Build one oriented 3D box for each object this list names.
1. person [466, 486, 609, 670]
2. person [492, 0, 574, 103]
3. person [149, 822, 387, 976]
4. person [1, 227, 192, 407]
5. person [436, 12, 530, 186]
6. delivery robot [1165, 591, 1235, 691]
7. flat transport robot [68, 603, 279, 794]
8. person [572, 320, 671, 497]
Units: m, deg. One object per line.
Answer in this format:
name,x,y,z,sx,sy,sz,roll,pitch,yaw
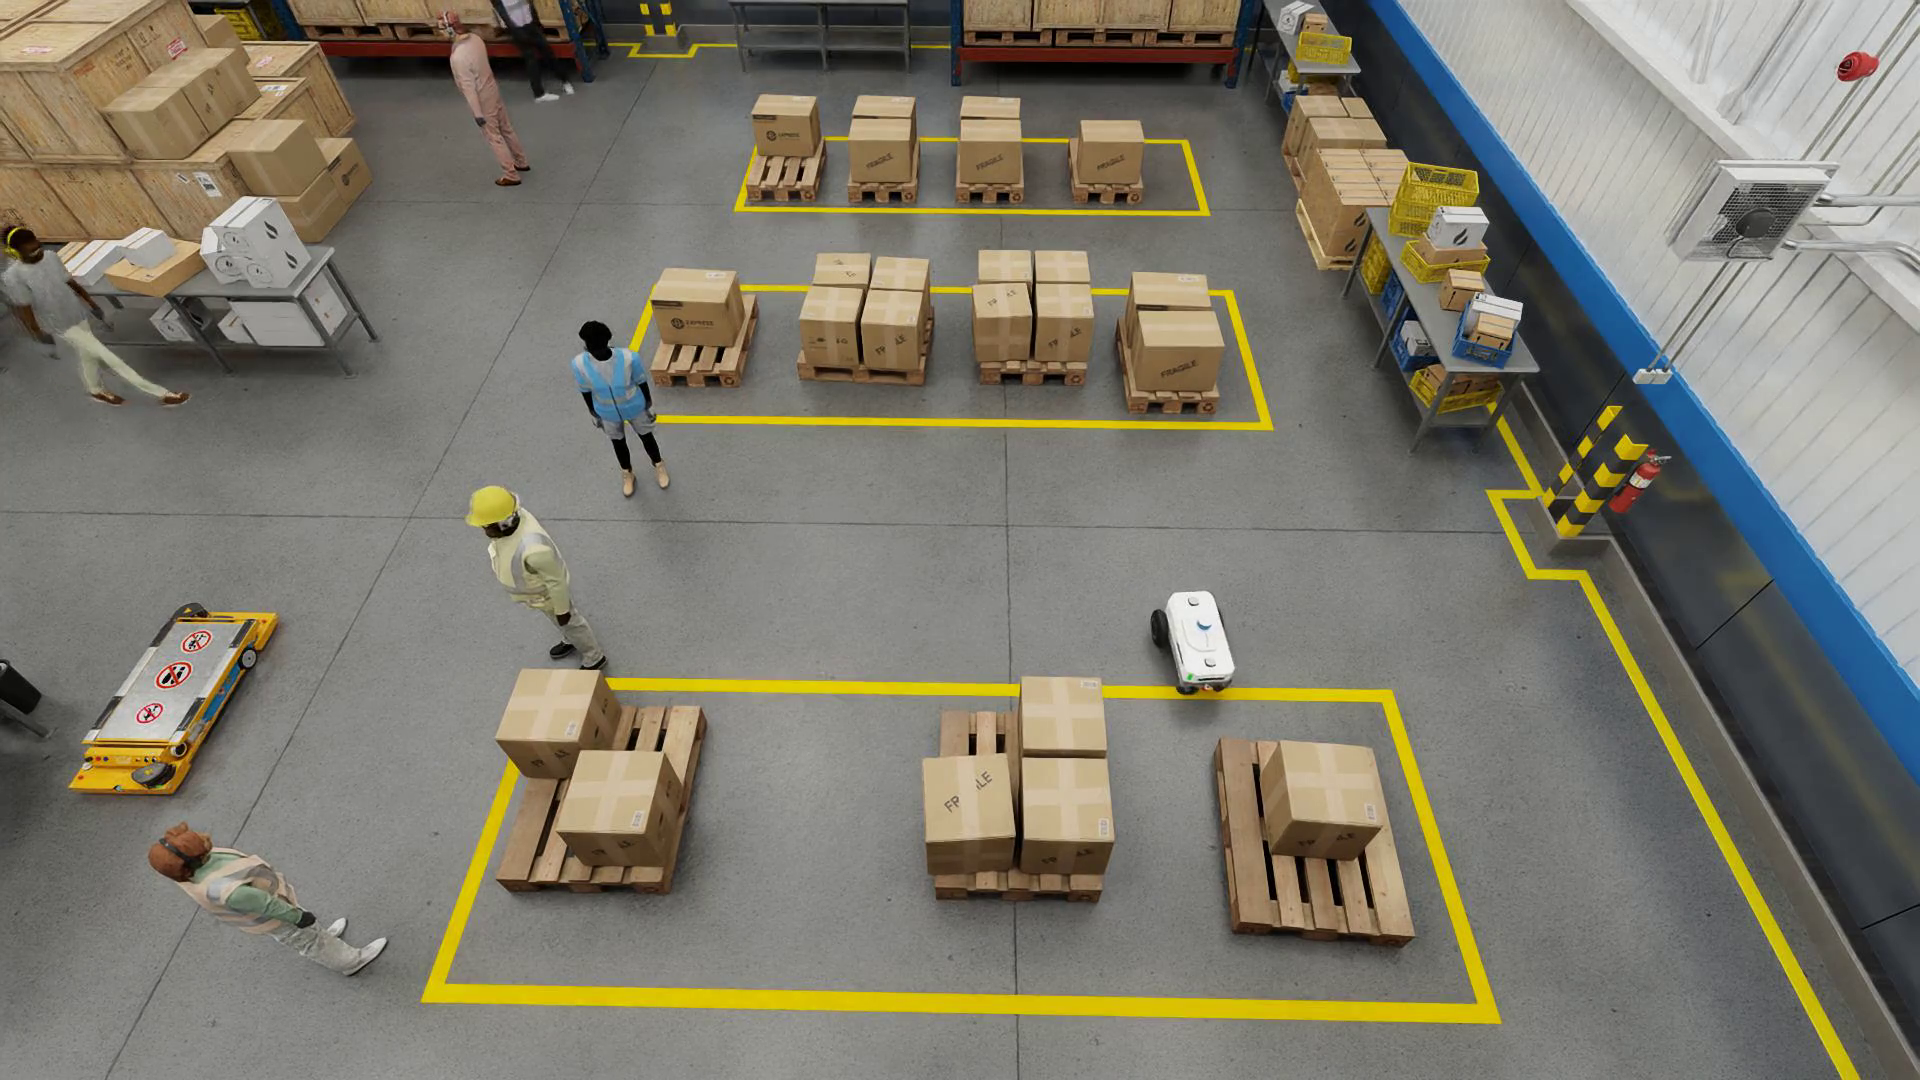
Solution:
person,-2.788,0.303,6.077,0.404,1.830,0.602,-36,58,-26
person,-5.707,-6.744,12.028,0.447,1.866,0.714,18,52,15
person,-3.654,1.923,4.830,0.514,1.641,0.308,18,52,14
person,-7.669,-1.857,7.933,1.014,1.792,0.594,0,50,0
person,-5.523,-5.072,10.587,0.401,1.899,0.651,2,50,1
delivery robot,1.696,0.708,6.505,0.477,0.478,0.707,-3,50,-2
flat transport robot,-5.504,1.072,6.442,0.652,0.197,1.431,1,50,1
person,-2.693,-1.041,7.302,0.530,1.695,0.321,-11,51,-9
